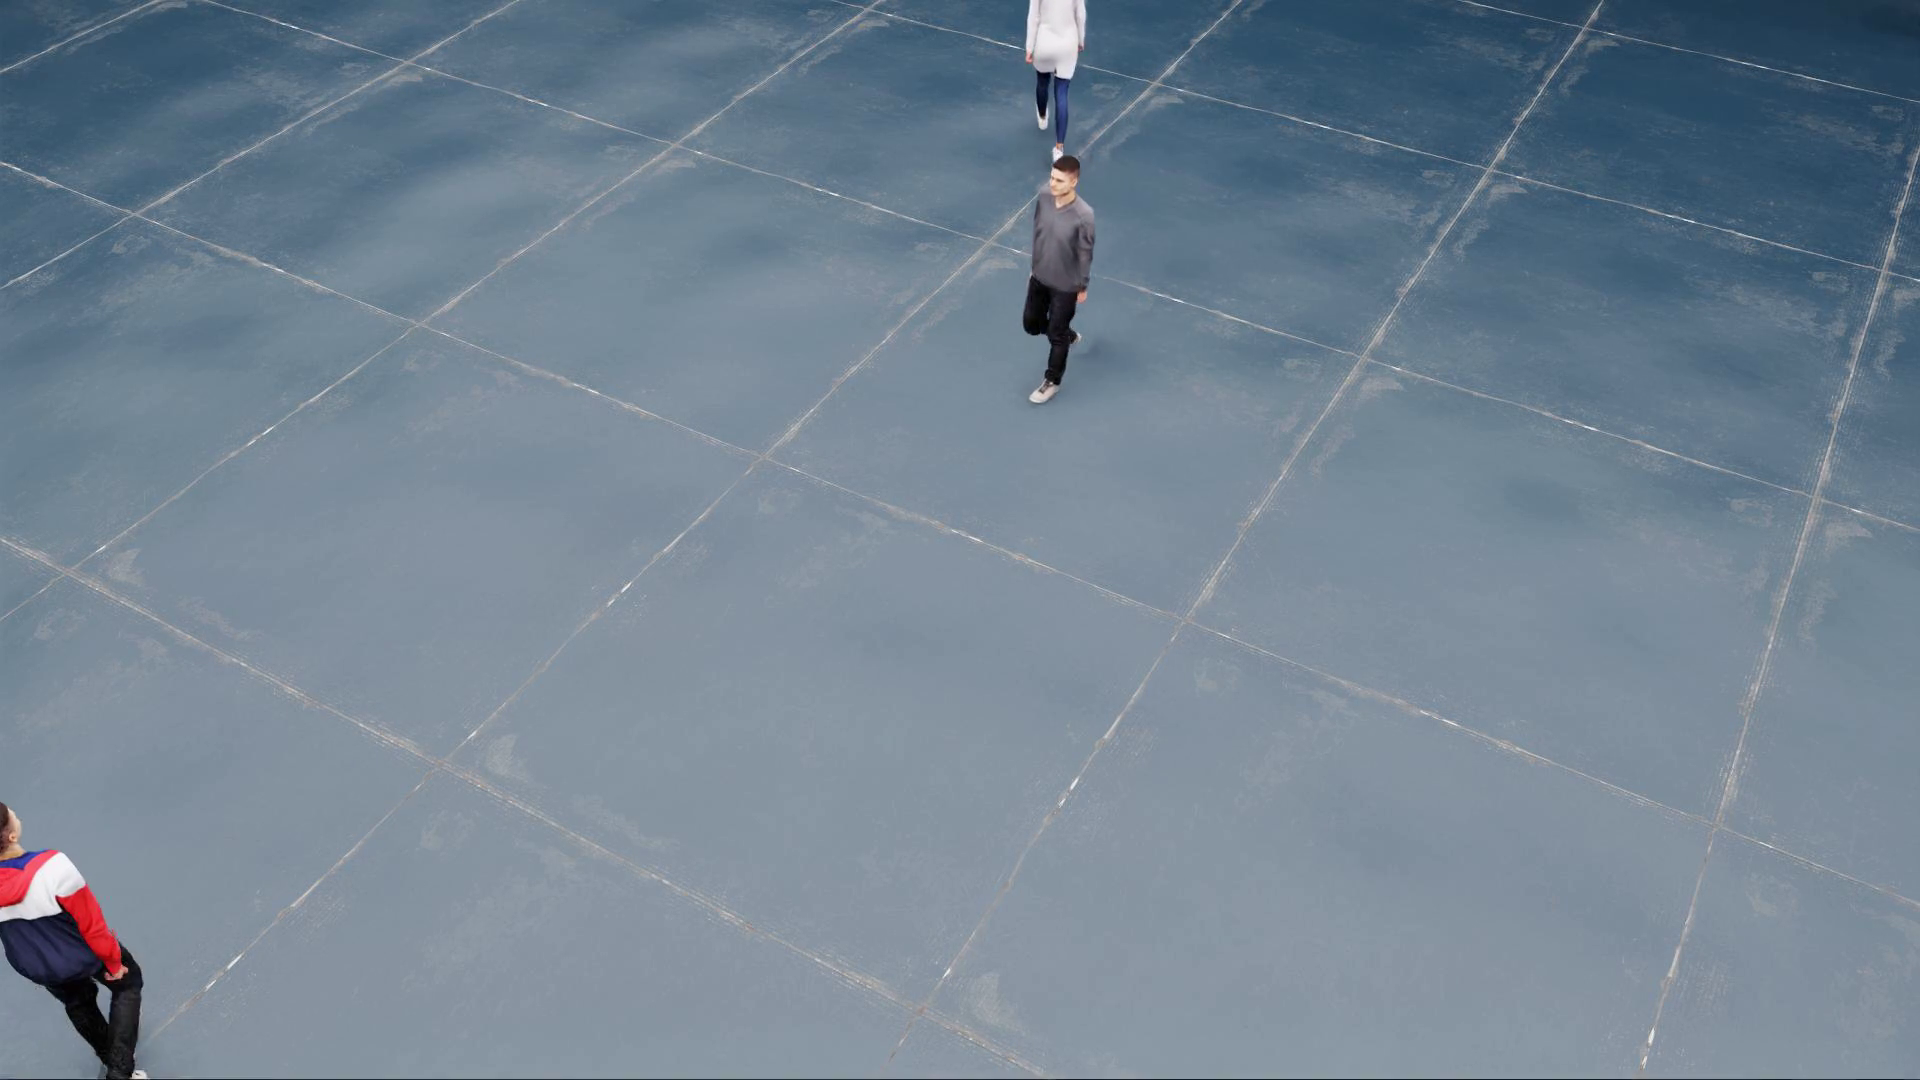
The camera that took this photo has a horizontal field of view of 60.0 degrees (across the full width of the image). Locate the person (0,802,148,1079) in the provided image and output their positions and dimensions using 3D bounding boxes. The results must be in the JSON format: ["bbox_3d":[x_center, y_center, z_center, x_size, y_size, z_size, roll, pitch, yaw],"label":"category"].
[{"bbox_3d":[-3.779,1.796,6.950,0.849,1.746,0.922,-4,42,-4],"label":"person"}]

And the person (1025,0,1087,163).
[{"bbox_3d":[0.769,-3.842,13.170,1.018,1.730,1.229,-1,42,-1],"label":"person"}]

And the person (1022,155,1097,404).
[{"bbox_3d":[0.679,-1.734,10.830,0.714,1.755,0.857,31,50,29],"label":"person"}]
